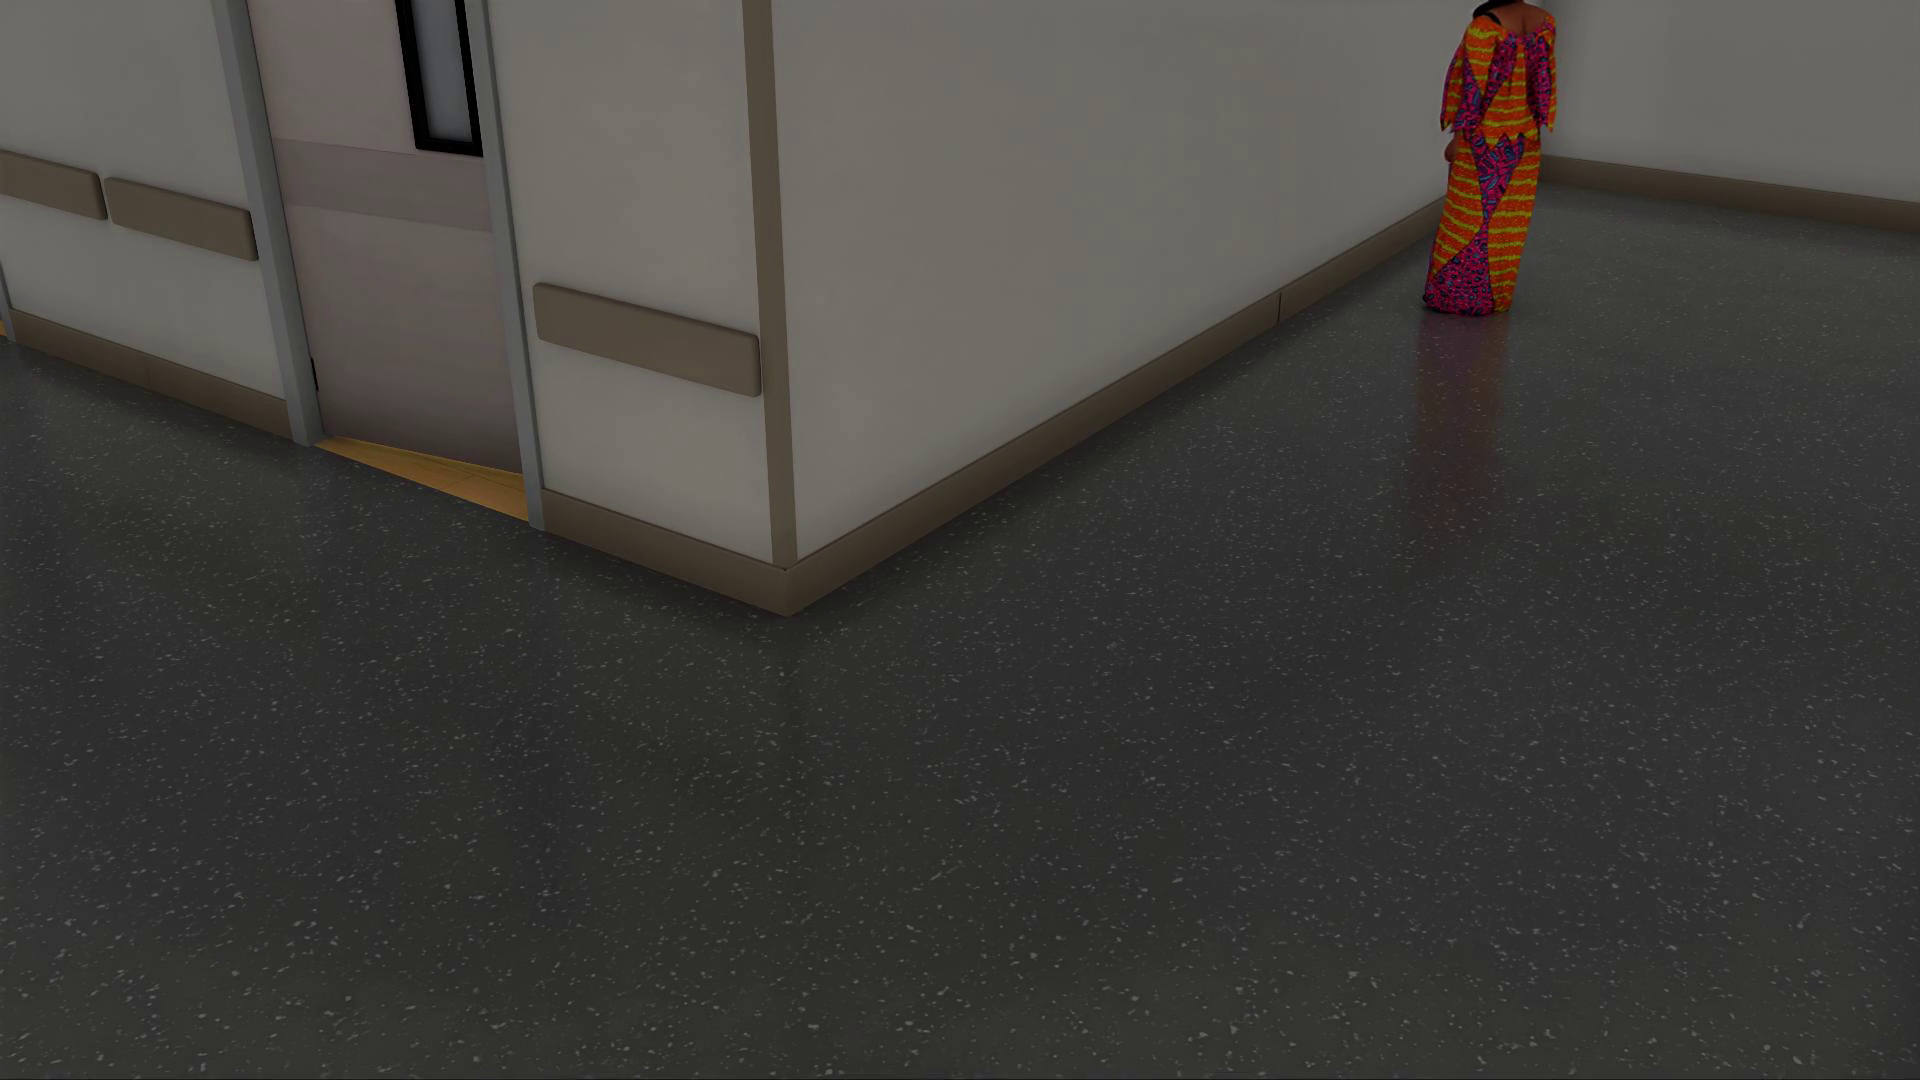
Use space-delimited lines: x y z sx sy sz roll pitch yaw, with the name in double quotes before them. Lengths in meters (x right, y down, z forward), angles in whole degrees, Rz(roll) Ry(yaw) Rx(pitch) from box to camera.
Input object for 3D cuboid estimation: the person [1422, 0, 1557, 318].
"person" 2.433 -1.904 7.652 0.721 1.690 0.810 -15 29 -28
